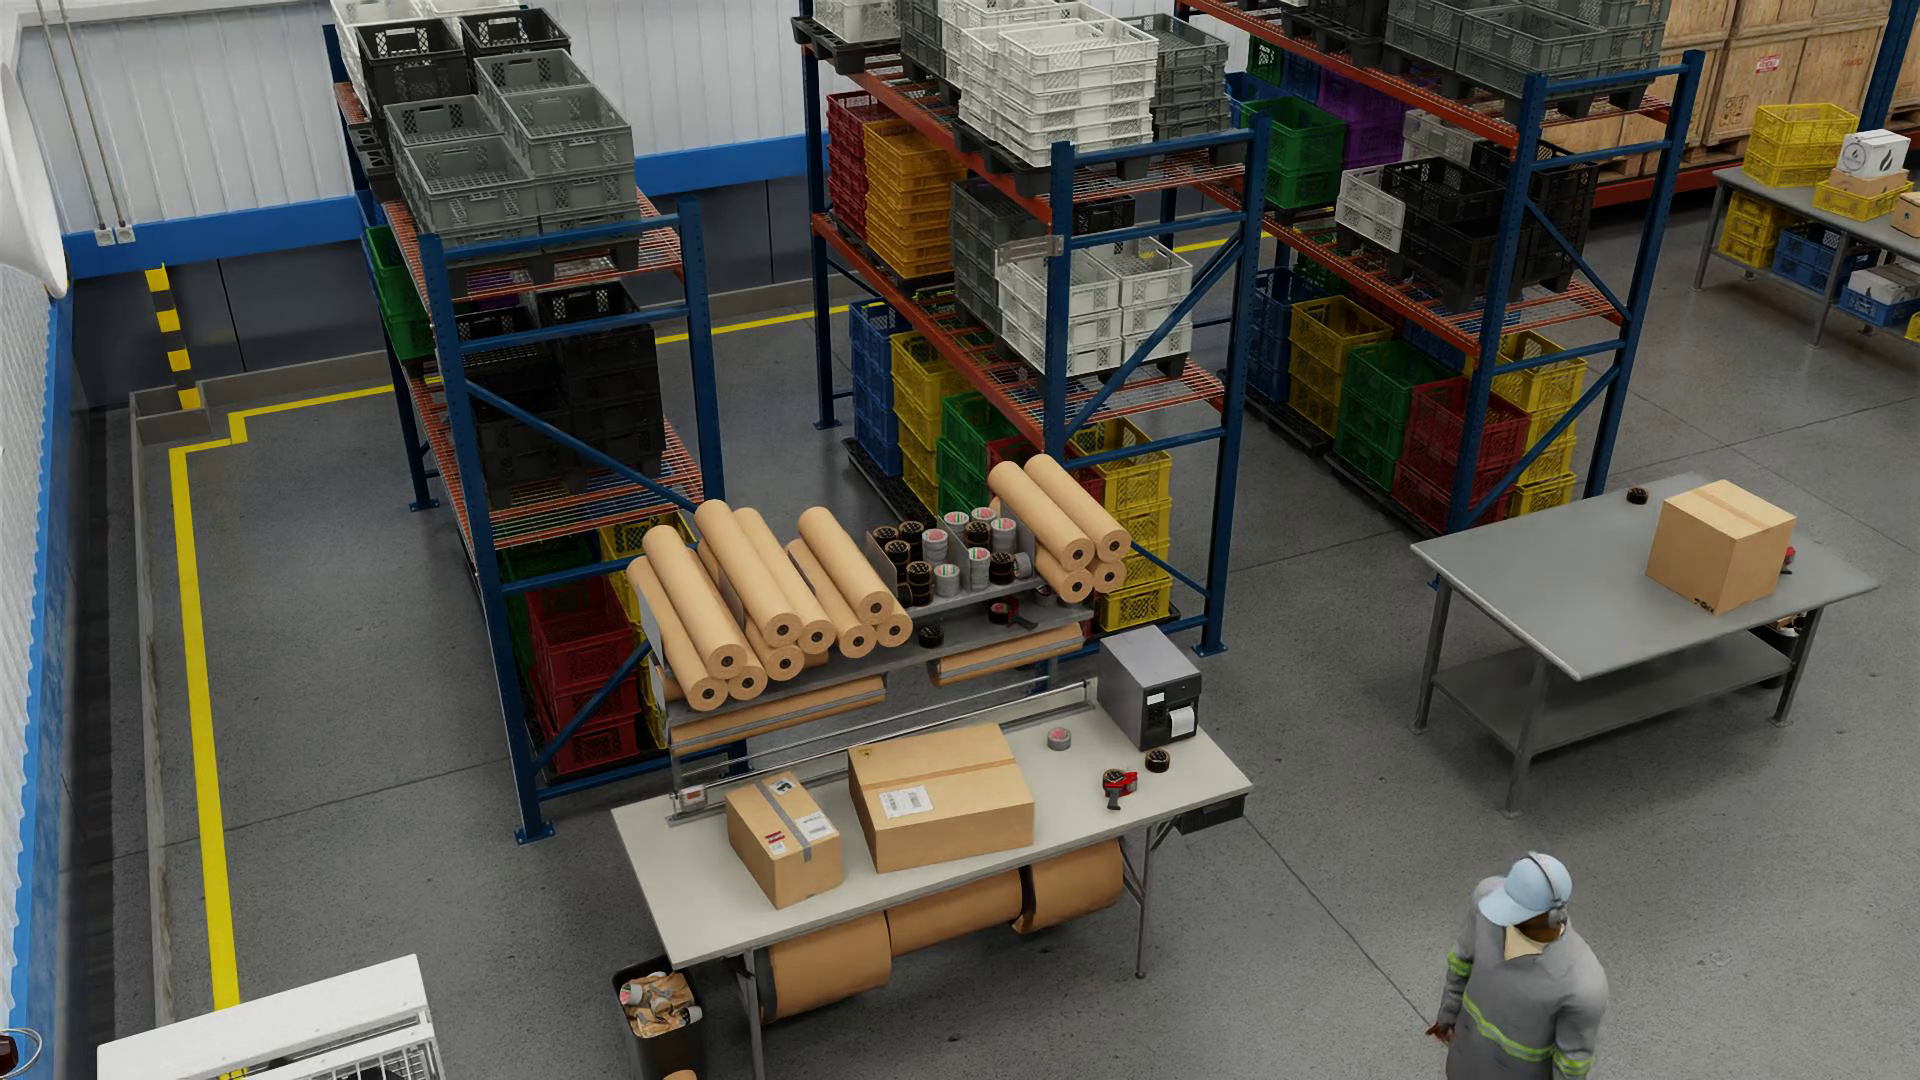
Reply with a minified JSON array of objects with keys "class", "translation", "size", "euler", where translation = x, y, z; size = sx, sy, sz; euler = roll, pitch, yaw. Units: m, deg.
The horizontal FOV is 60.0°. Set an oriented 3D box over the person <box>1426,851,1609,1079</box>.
[{"class":"person","translation":[1.807,1.754,5.617],"size":[0.401,1.847,0.587],"euler":[-14,34,-22]}]
